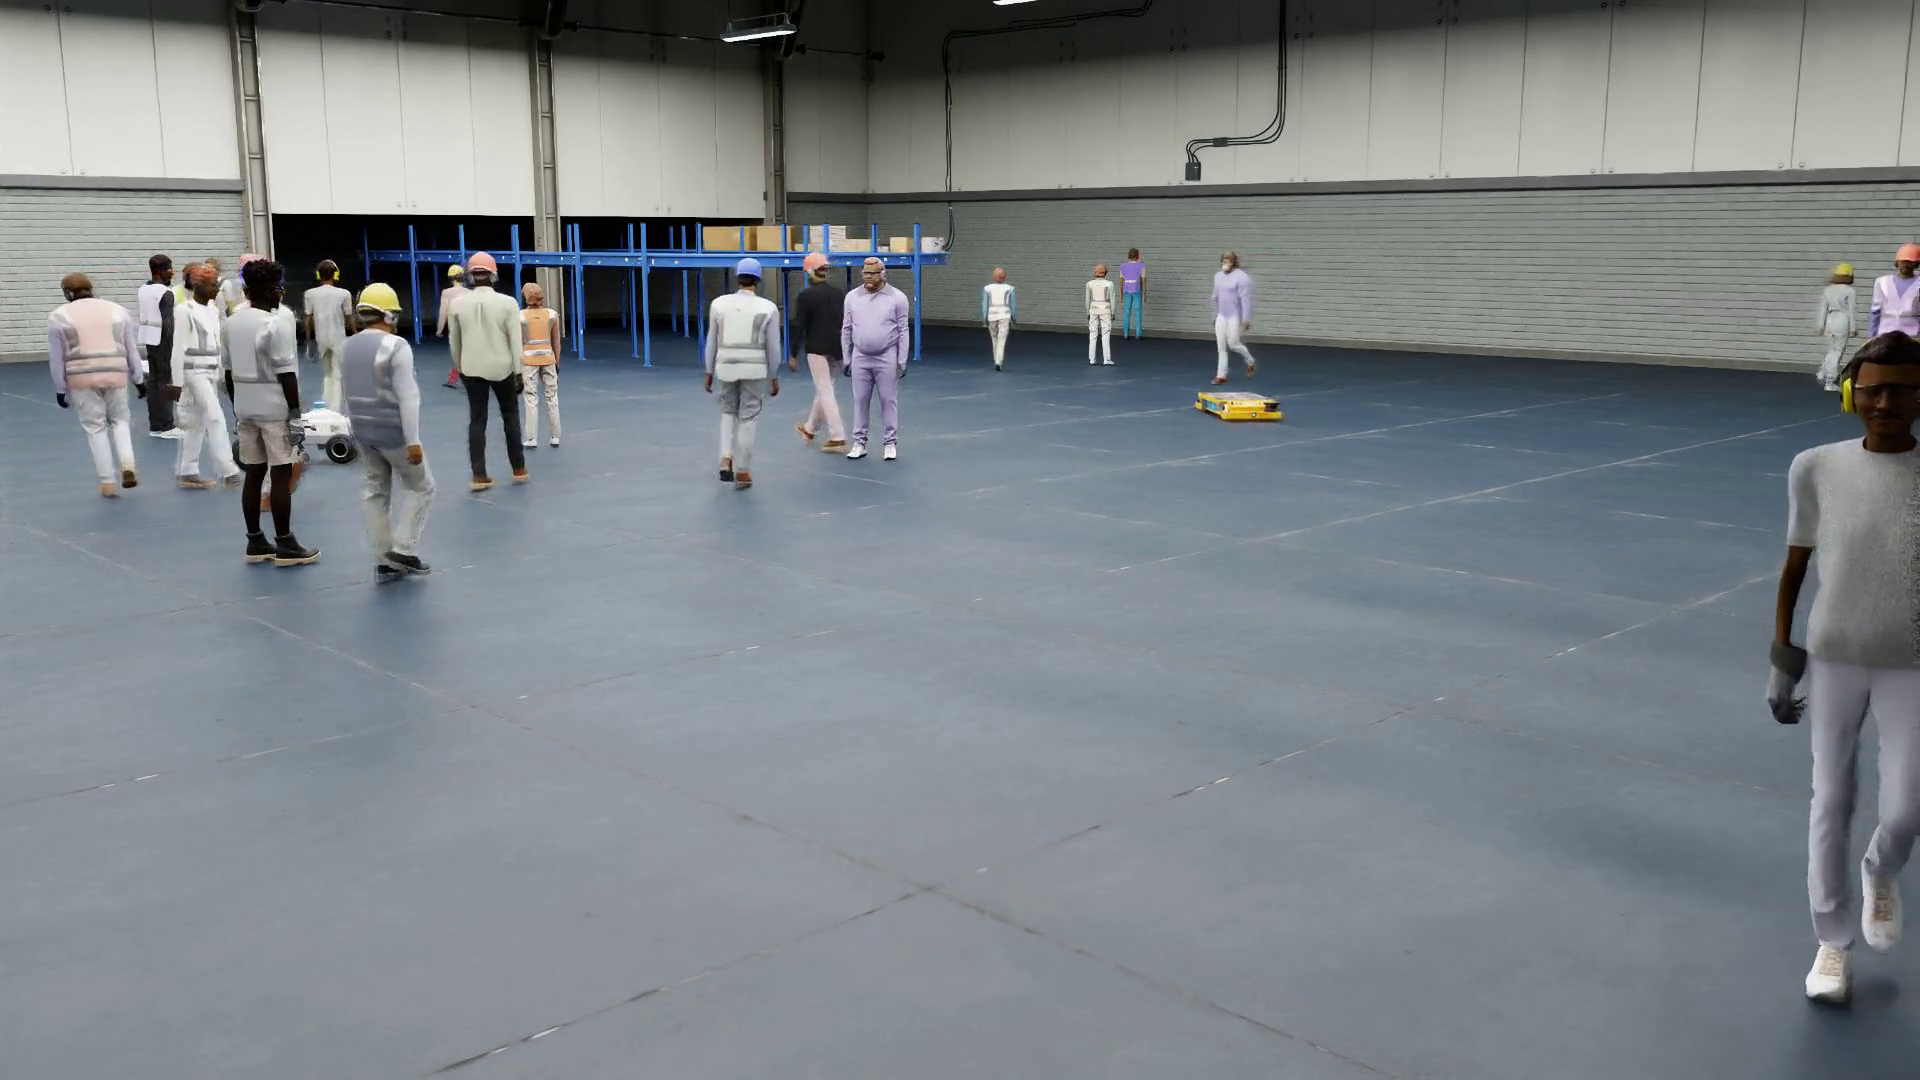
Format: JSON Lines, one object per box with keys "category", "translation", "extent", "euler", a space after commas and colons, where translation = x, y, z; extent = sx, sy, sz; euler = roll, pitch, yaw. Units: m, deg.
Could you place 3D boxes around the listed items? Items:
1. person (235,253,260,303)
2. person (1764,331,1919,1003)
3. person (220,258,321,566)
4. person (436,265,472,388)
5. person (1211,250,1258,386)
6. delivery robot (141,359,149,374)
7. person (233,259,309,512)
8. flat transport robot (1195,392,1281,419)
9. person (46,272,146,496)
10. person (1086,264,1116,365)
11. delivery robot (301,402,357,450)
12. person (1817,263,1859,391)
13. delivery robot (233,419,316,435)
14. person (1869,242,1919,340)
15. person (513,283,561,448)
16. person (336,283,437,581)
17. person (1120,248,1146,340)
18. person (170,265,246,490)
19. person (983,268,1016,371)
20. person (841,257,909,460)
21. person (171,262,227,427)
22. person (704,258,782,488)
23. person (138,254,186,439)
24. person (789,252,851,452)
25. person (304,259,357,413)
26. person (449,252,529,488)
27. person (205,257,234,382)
{"category": "person", "translation": [-7.735, -2.216, 18.456], "extent": [0.553, 1.912, 0.567], "euler": [1, 10, 3]}
{"category": "person", "translation": [2.553, 0.346, 4.635], "extent": [0.550, 1.858, 0.477], "euler": [7, 12, 33]}
{"category": "person", "translation": [-4.465, -0.825, 10.731], "extent": [0.613, 1.963, 0.362], "euler": [6, 12, 29]}
{"category": "person", "translation": [-6.852, -2.909, 22.811], "extent": [0.953, 1.715, 0.524], "euler": [6, 12, 29]}
{"category": "person", "translation": [3.903, -3.167, 23.690], "extent": [0.687, 1.911, 0.688], "euler": [-8, 13, -37]}
{"category": "delivery robot", "translation": [-10.852, -2.353, 22.772], "extent": [0.707, 0.478, 0.477], "euler": [2, 11, 12]}
{"category": "person", "translation": [-5.352, -1.210, 12.922], "extent": [0.629, 1.932, 0.591], "euler": [5, 12, 27]}
{"category": "flat transport robot", "translation": [3.285, -1.604, 19.722], "extent": [0.652, 0.197, 1.431], "euler": [-1, 10, -6]}
{"category": "person", "translation": [-7.014, -1.262, 13.523], "extent": [0.679, 1.817, 0.435], "euler": [-8, 13, -38]}
{"category": "person", "translation": [2.299, -3.677, 27.179], "extent": [0.511, 1.638, 0.308], "euler": [5, 11, 25]}
{"category": "delivery robot", "translation": [-6.046, -1.062, 15.735], "extent": [0.707, 0.478, 0.477], "euler": [-1, 10, -4]}
{"category": "person", "translation": [12.021, -2.905, 22.709], "extent": [0.383, 1.727, 0.493], "euler": [-3, 11, -18]}
{"category": "delivery robot", "translation": [-6.294, -1.105, 15.258], "extent": [0.698, 0.223, 0.335], "euler": [-5, 12, -27]}
{"category": "person", "translation": [10.427, -2.275, 18.464], "extent": [0.628, 2.027, 0.435], "euler": [8, 13, 38]}
{"category": "person", "translation": [-4.225, -1.740, 16.607], "extent": [0.514, 1.642, 0.310], "euler": [-7, 13, -34]}
{"category": "person", "translation": [-3.498, -0.652, 10.172], "extent": [0.627, 1.819, 0.453], "euler": [5, 12, 27]}
{"category": "person", "translation": [3.523, -5.015, 33.894], "extent": [0.564, 1.849, 0.388], "euler": [5, 11, 24]}
{"category": "person", "translation": [-6.203, -1.344, 13.866], "extent": [0.862, 1.850, 0.610], "euler": [0, 10, 1]}
{"category": "person", "translation": [0.617, -3.490, 26.238], "extent": [0.523, 1.599, 0.847], "euler": [2, 11, 11]}
{"category": "person", "translation": [-0.811, -1.710, 15.727], "extent": [0.651, 1.904, 0.401], "euler": [2, 11, 11]}
{"category": "person", "translation": [-8.528, -2.196, 18.624], "extent": [0.644, 1.816, 0.593], "euler": [-3, 11, -15]}
{"category": "person", "translation": [-1.816, -1.404, 14.002], "extent": [0.645, 1.921, 0.458], "euler": [2, 11, 10]}
{"category": "person", "translation": [-8.391, -2.031, 17.461], "extent": [0.585, 1.912, 0.375], "euler": [8, 13, 38]}
{"category": "person", "translation": [-1.425, -1.876, 16.545], "extent": [0.650, 1.928, 1.038], "euler": [-9, 14, -42]}
{"category": "person", "translation": [-6.838, -2.134, 18.209], "extent": [0.530, 1.843, 0.674], "euler": [1, 10, 4]}
{"category": "person", "translation": [-3.982, -1.429, 14.034], "extent": [0.644, 1.959, 0.696], "euler": [0, 10, -1]}
{"category": "person", "translation": [-10.579, -3.134, 23.777], "extent": [0.510, 1.813, 0.953], "euler": [4, 11, 20]}
